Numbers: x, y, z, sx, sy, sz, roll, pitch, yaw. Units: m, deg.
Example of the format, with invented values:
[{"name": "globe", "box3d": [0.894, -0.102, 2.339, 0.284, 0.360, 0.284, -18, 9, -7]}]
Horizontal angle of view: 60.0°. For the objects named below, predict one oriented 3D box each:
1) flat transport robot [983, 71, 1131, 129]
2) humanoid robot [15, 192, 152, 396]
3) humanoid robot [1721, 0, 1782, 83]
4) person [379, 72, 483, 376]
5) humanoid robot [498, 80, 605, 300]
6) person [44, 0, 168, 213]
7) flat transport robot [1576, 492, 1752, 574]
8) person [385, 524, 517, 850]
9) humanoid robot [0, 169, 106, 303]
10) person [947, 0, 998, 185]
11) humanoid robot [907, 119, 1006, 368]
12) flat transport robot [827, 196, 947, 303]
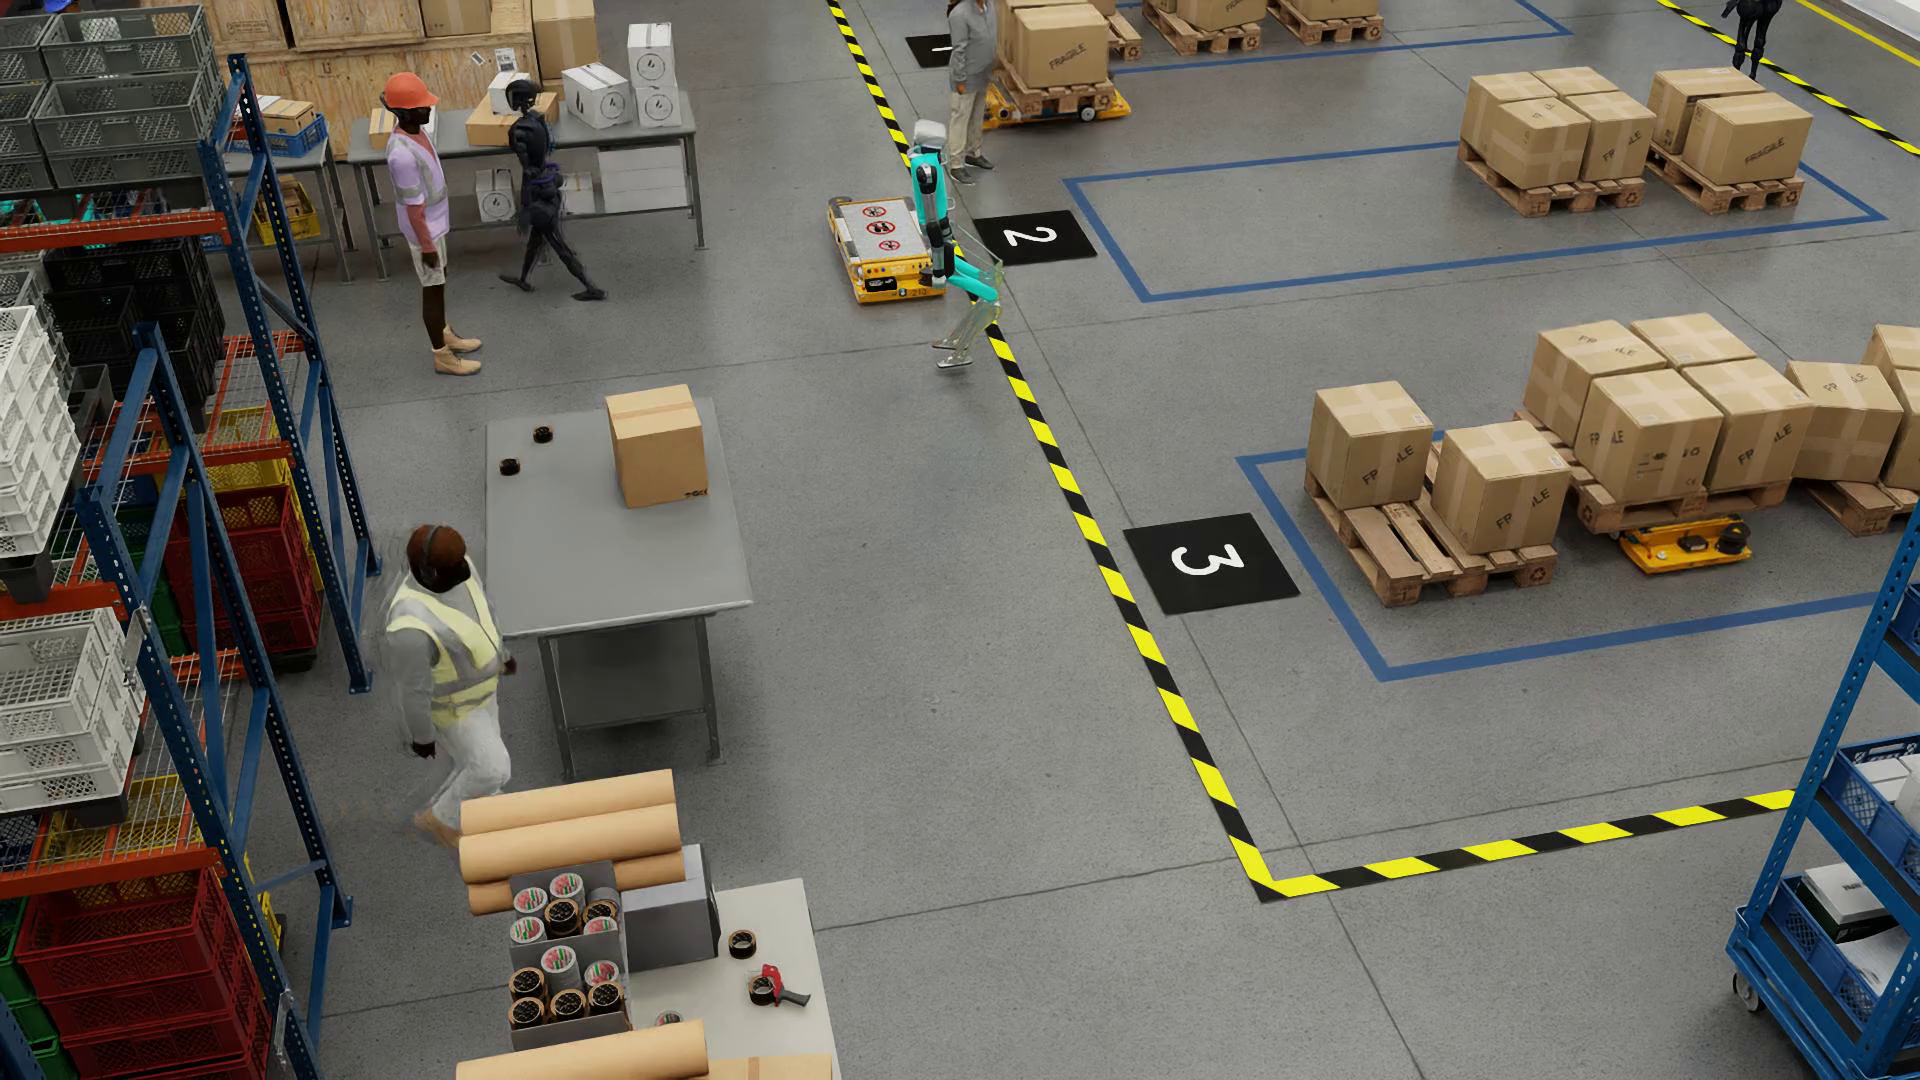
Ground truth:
[{"name": "flat transport robot", "box3d": [0.750, -3.937, 14.821, 1.431, 0.197, 0.652, -8, 37, -10]}, {"name": "humanoid robot", "box3d": [-5.265, -1.406, 10.128, 0.532, 1.691, 0.732, -14, 39, -18]}, {"name": "humanoid robot", "box3d": [7.166, -4.881, 14.923, 0.599, 1.655, 0.315, -15, 39, -19]}, {"name": "person", "box3d": [-3.439, -2.051, 10.825, 0.390, 2.044, 0.607, -5, 37, -7]}, {"name": "humanoid robot", "box3d": [-2.965, -2.416, 11.663, 0.800, 1.630, 0.601, 1, 37, 2]}, {"name": "person", "box3d": [-6.466, -3.302, 12.606, 0.661, 1.920, 0.487, -5, 37, -7]}, {"name": "flat transport robot", "box3d": [4.049, -0.329, 9.972, 0.652, 0.197, 1.431, -8, 37, -10]}, {"name": "person", "box3d": [-2.202, 0.670, 7.349, 0.449, 1.824, 0.647, 2, 37, 3]}, {"name": "humanoid robot", "box3d": [-5.985, -1.933, 10.944, 0.686, 1.816, 0.542, -15, 39, -20]}, {"name": "person", "box3d": [0.102, -3.763, 13.358, 0.406, 1.761, 0.566, 19, 41, 24]}, {"name": "humanoid robot", "box3d": [0.035, -1.908, 10.772, 0.735, 1.681, 0.533, -2, 37, -2]}, {"name": "flat transport robot", "box3d": [-0.570, -2.220, 12.538, 0.659, 0.231, 1.431, -8, 37, -10]}]
